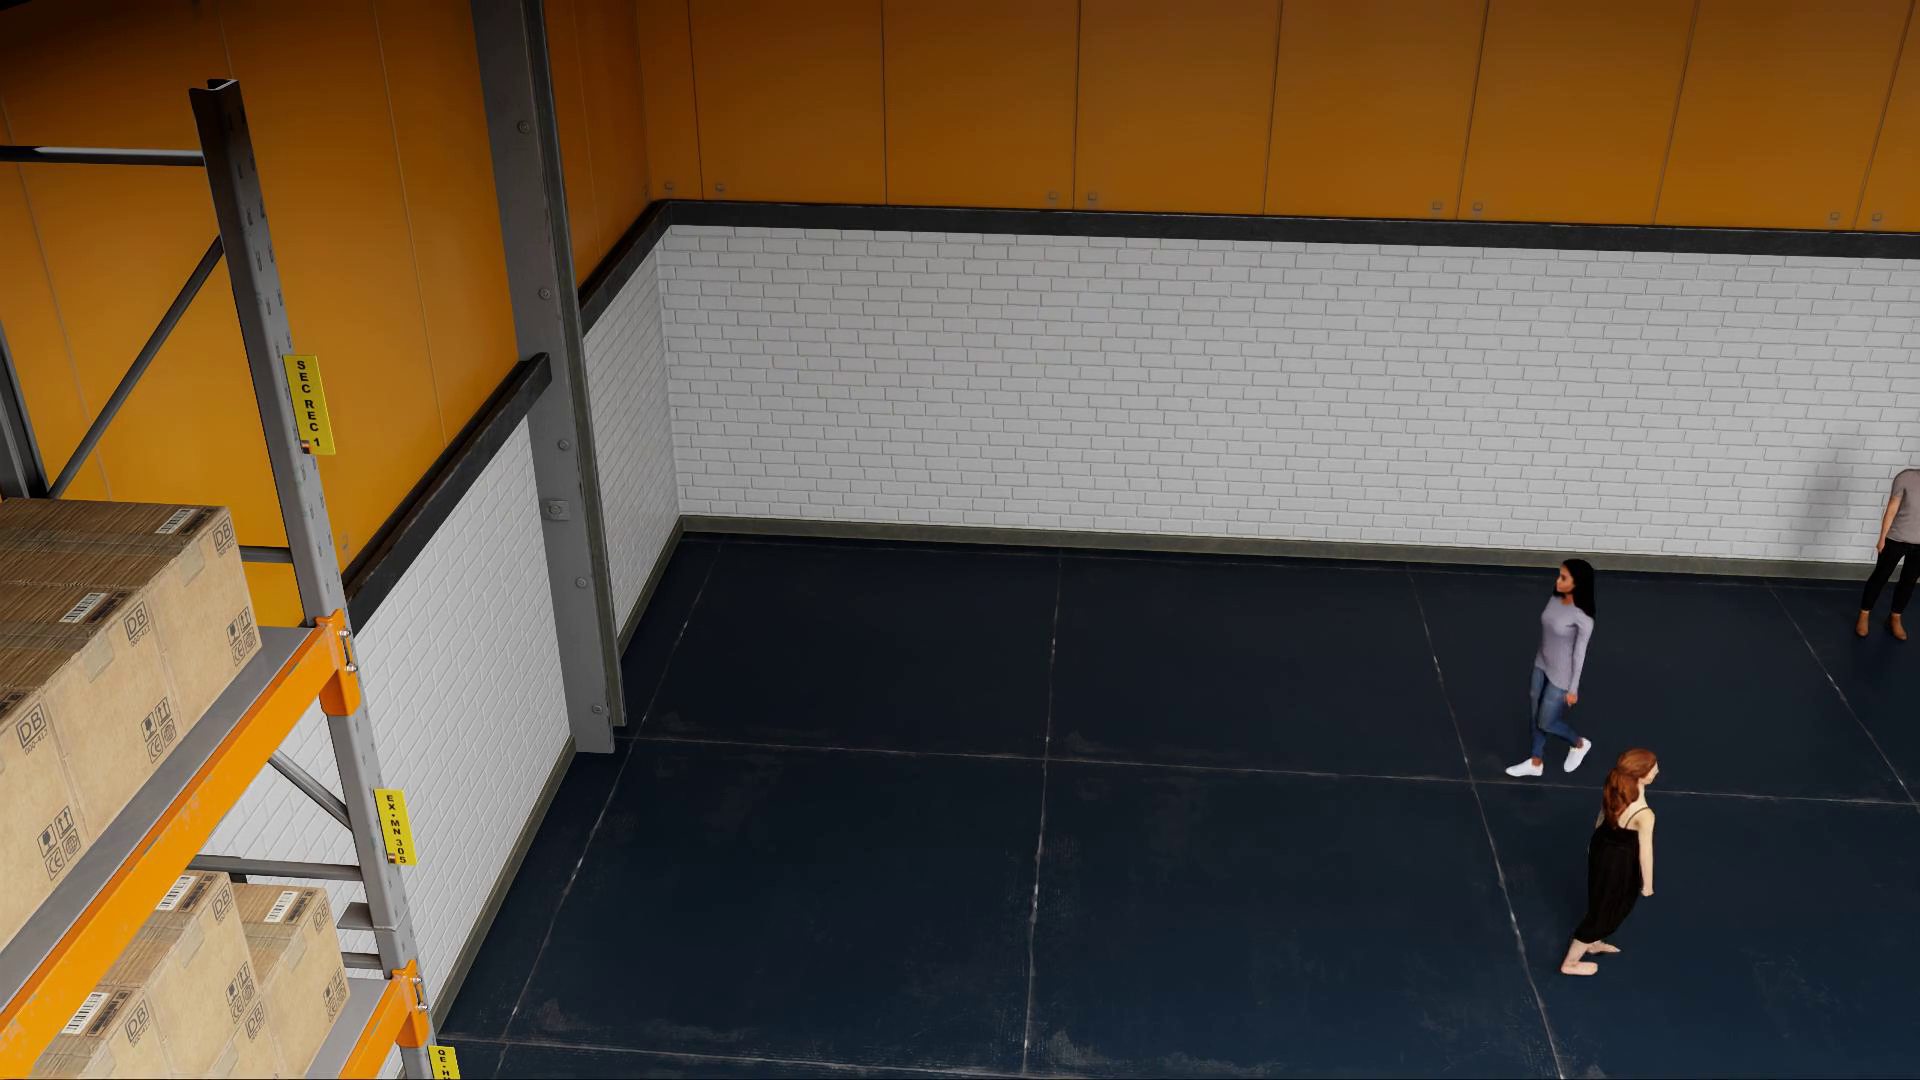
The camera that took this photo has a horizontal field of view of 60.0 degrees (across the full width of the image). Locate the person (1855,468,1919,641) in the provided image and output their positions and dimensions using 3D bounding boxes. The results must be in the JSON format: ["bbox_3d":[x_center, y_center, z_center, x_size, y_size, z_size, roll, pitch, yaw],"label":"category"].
[{"bbox_3d":[7.457,-0.031,13.065,0.630,1.716,0.562,6,29,11],"label":"person"}]

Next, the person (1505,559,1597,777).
[{"bbox_3d":[4.150,0.907,11.340,0.809,1.722,0.813,-6,29,-11],"label":"person"}]

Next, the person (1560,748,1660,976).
[{"bbox_3d":[3.710,1.889,9.661,0.725,1.606,0.663,-4,29,-7],"label":"person"}]
